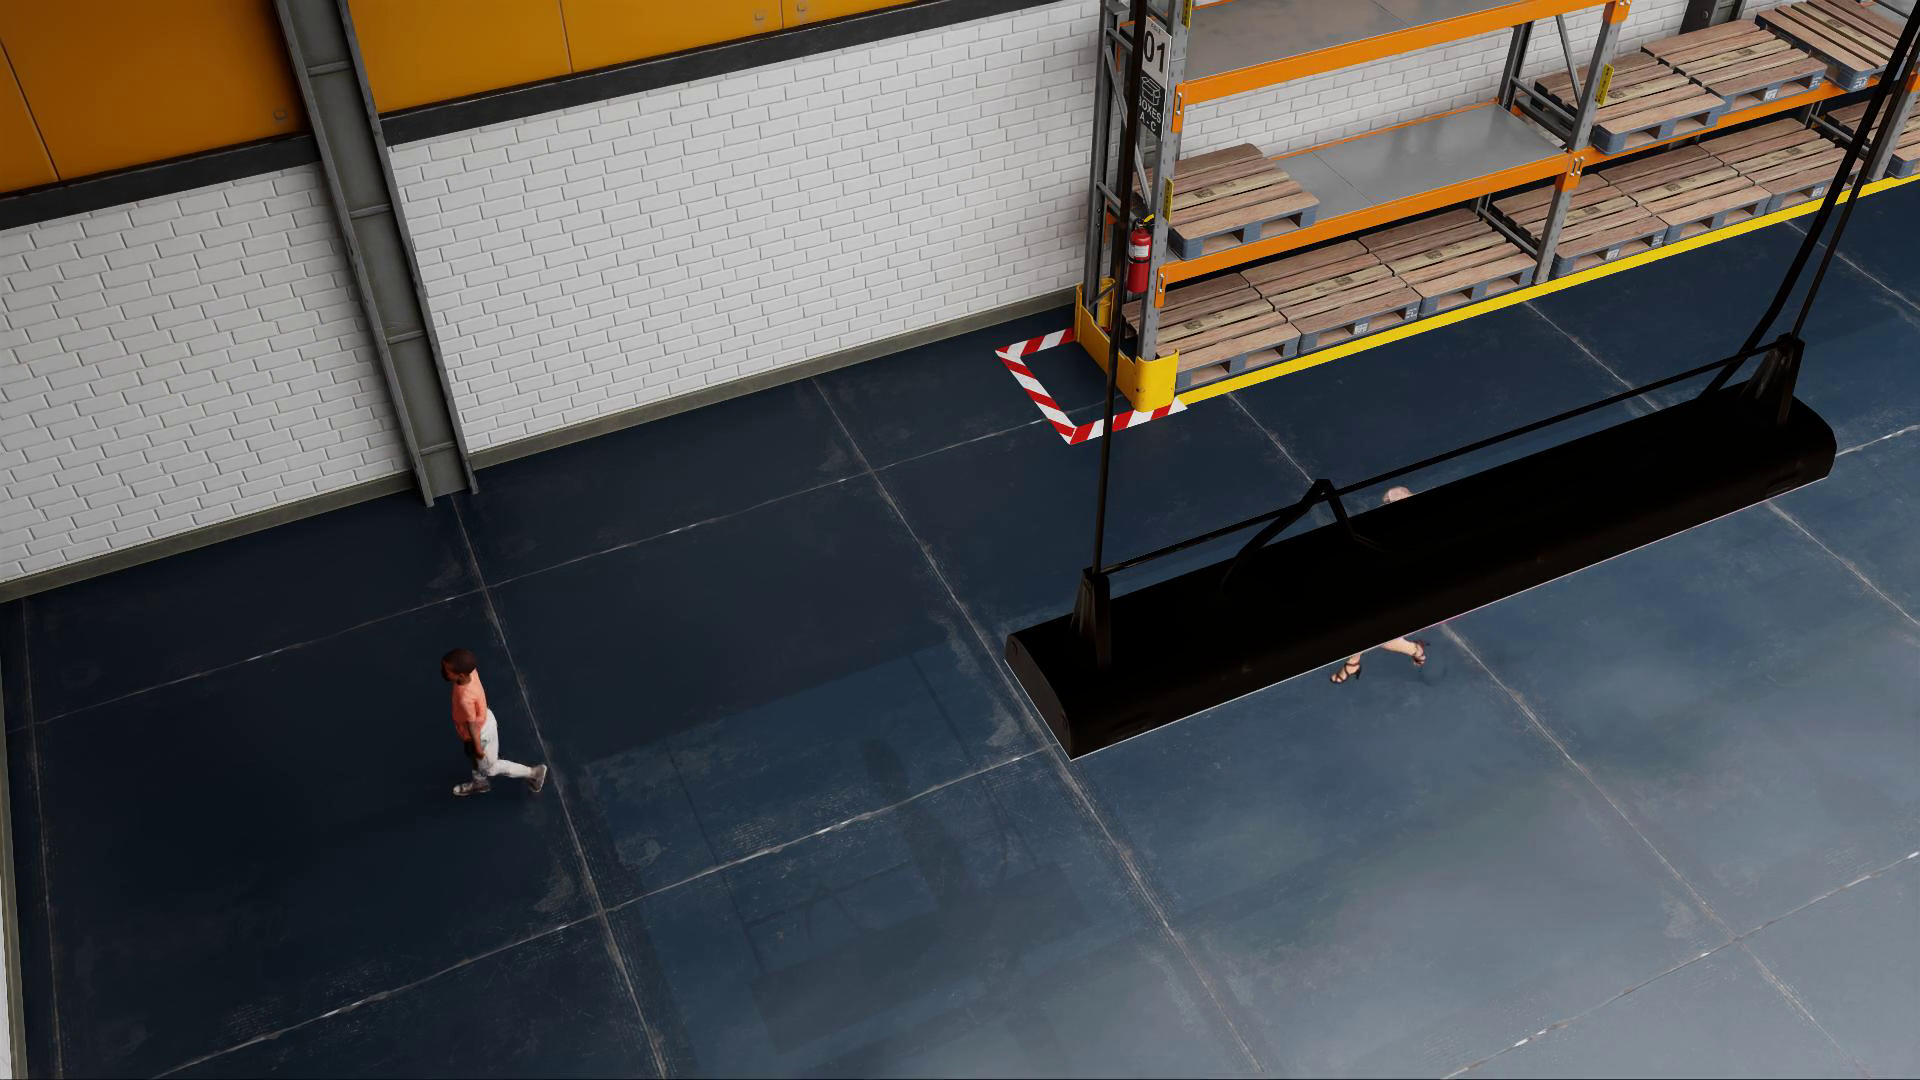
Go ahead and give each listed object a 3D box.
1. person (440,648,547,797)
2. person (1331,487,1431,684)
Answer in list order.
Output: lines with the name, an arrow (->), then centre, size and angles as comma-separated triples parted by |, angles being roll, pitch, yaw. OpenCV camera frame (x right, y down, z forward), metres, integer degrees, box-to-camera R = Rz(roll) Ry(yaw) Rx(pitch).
person -> -2.881, 1.135, 10.110 | 0.873, 1.295, 0.609 | -8, 44, -8
person -> 2.774, 0.333, 10.651 | 0.931, 1.711, 0.730 | -6, 44, -6
